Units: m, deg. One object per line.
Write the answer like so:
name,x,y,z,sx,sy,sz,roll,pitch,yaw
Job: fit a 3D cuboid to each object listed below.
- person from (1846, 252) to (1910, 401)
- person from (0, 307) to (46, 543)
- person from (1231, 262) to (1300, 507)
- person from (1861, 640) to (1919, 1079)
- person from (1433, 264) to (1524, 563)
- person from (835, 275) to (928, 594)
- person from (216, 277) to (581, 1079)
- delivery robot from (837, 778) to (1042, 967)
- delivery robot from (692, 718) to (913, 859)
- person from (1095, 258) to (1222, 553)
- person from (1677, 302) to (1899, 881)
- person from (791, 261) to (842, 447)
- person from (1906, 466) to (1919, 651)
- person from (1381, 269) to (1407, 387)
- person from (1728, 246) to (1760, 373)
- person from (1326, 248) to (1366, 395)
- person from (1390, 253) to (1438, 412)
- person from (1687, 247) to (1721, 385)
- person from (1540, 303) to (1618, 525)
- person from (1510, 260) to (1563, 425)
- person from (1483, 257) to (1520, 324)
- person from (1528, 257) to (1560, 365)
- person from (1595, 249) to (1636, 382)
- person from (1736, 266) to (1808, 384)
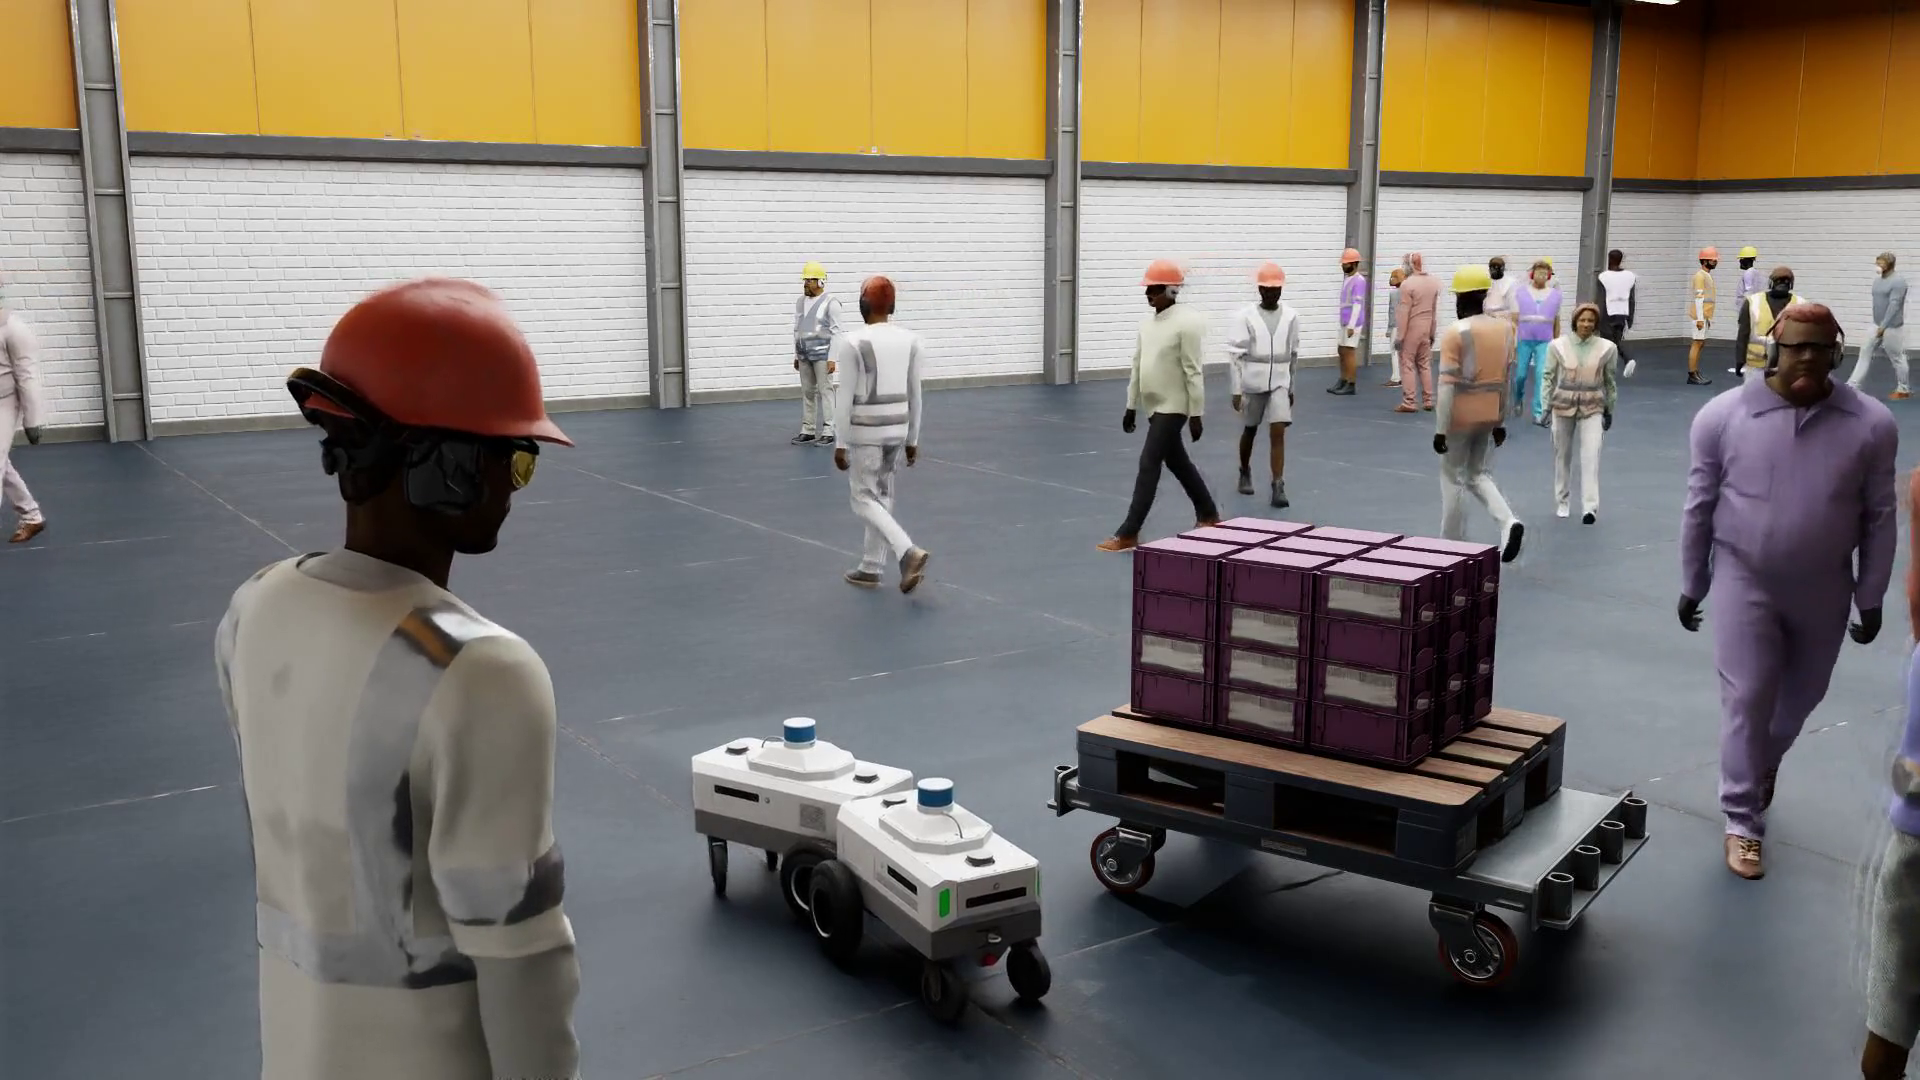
person,11.673,-2.695,21.089,1.004,1.884,0.632,-1,10,-6
person,-6.428,-0.843,10.996,0.645,1.866,0.953,3,11,18
person,2.392,-1.240,13.117,0.563,1.886,1.005,-1,10,-4
person,1.695,0.680,2.538,0.550,1.898,0.948,5,11,24
person,3.227,-0.763,10.406,0.602,1.910,0.636,-6,12,-31
person,-0.437,-0.597,9.643,0.587,1.862,0.741,-9,14,-42
person,-0.664,0.690,2.140,0.611,2.030,0.410,9,14,40
delivery robot,-0.068,0.914,4.679,0.477,0.478,0.707,-6,12,-28
delivery robot,-0.506,0.807,5.269,0.707,0.478,0.477,7,12,33
person,1.387,-0.904,11.128,1.048,1.950,0.627,-5,11,-23
person,2.796,0.127,5.673,0.647,1.883,0.903,3,11,15
person,-1.448,-1.849,16.578,0.590,1.833,0.404,8,13,39
person,2.552,0.425,3.940,0.628,1.921,1.010,7,12,33
person,6.081,-2.945,23.133,0.278,1.632,0.507,9,14,40
person,12.060,-3.534,25.557,0.369,1.925,0.594,6,12,32
person,5.119,-2.873,21.932,0.389,1.929,0.564,-1,10,-6
person,5.424,-2.453,19.793,0.776,1.884,0.416,-8,13,-39
person,10.492,-3.158,23.467,0.354,1.939,0.545,6,12,32
person,4.472,-0.904,12.047,0.528,1.594,0.875,3,11,18
person,6.436,-2.221,18.648,0.566,1.825,0.779,2,11,12
person,7.366,-2.995,22.964,0.654,1.789,0.945,8,13,38
person,9.461,-3.709,27.019,0.493,1.743,0.300,3,11,15
person,9.345,-3.177,23.660,0.607,1.903,0.539,-3,11,-16
person,7.769,-1.718,15.929,0.622,1.810,0.860,5,12,26
